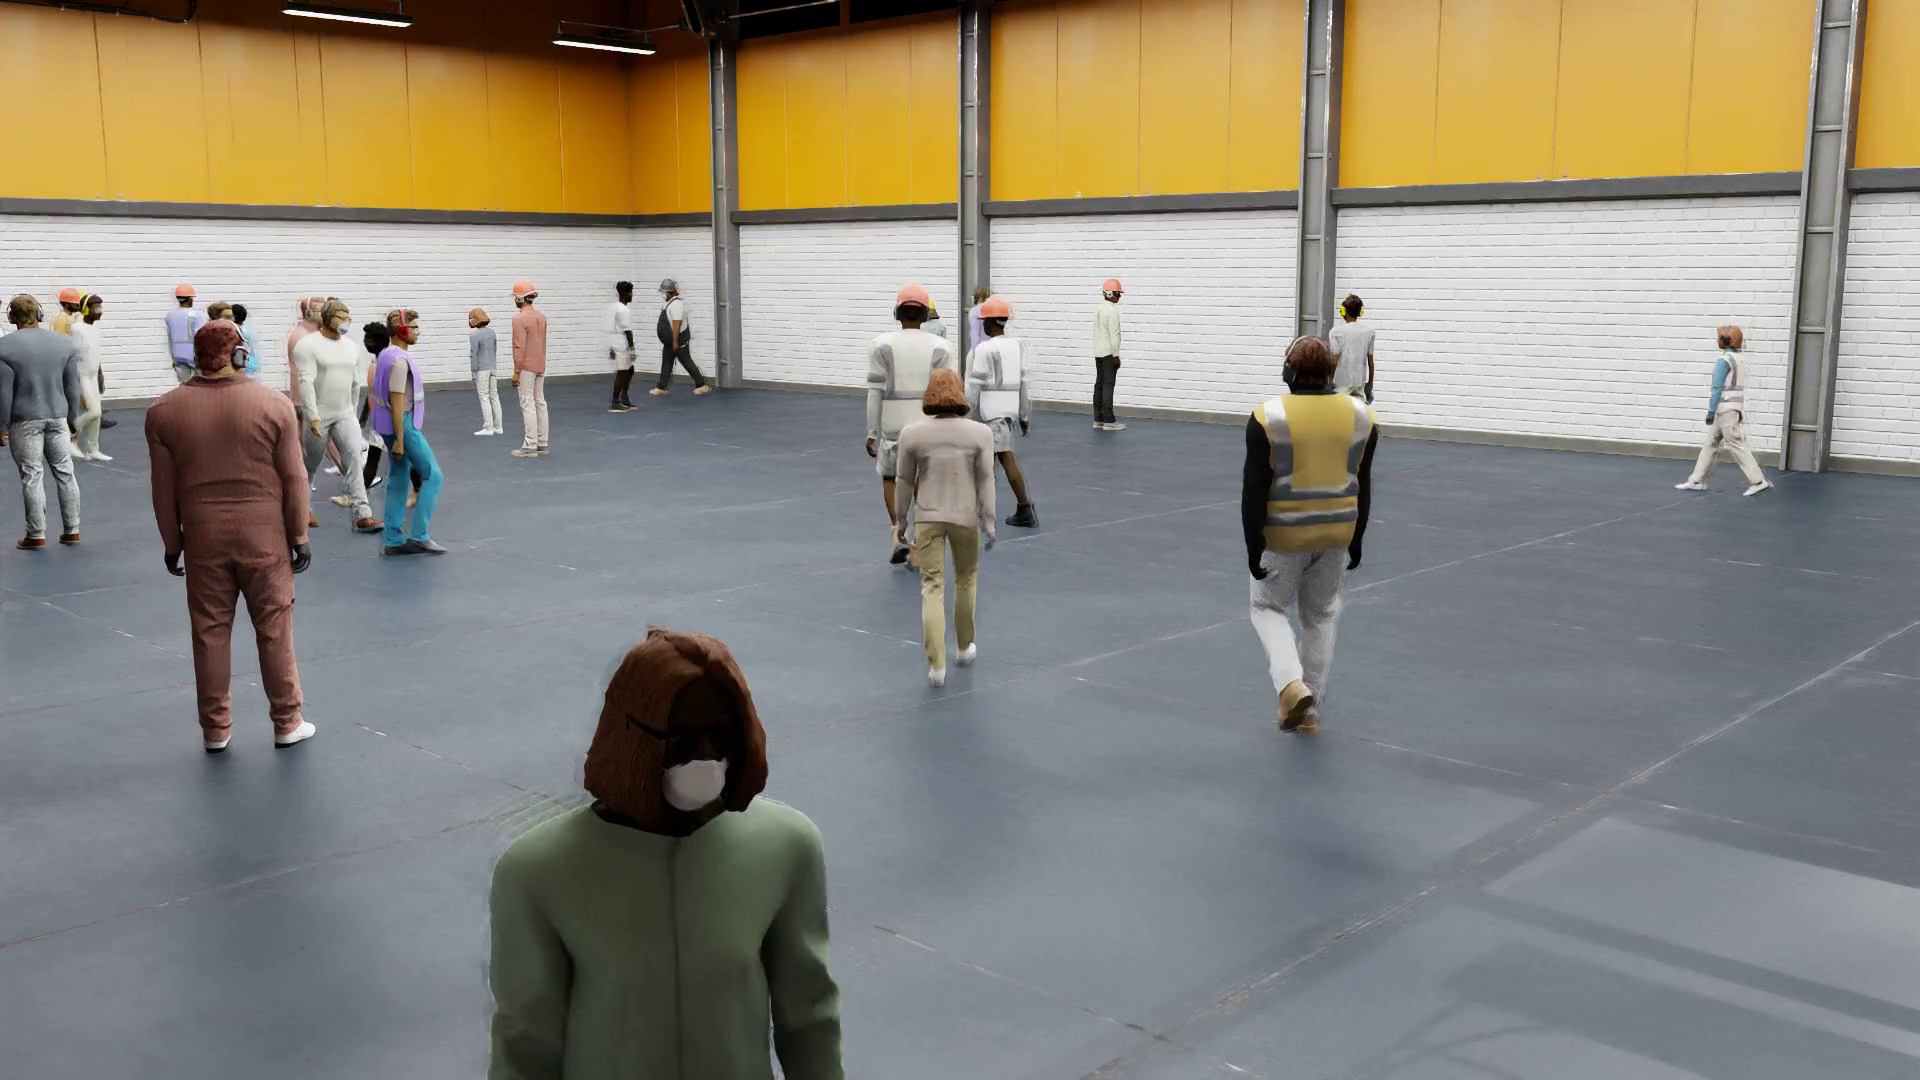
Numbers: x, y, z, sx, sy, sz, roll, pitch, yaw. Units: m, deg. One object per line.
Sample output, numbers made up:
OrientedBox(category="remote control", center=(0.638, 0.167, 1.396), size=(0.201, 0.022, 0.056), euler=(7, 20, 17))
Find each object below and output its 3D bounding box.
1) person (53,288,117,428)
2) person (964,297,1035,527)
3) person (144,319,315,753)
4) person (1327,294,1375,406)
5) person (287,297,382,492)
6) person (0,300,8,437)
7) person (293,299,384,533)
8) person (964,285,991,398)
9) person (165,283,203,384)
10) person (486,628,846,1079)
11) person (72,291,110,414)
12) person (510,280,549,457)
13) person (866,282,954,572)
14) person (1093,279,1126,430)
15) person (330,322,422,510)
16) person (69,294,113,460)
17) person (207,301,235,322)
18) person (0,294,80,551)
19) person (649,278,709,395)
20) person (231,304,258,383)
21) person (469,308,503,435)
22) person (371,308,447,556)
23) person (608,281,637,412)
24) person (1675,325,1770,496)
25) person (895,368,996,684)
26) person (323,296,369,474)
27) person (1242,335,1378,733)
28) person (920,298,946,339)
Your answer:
OrientedBox(category="person", center=(-11.777, -2.373, 21.905), size=(1.017, 1.873, 0.659), euler=(-4, 10, -23))
OrientedBox(category="person", center=(0.281, -1.067, 13.837), size=(0.984, 1.883, 0.565), euler=(8, 12, 40))
OrientedBox(category="person", center=(-3.181, -0.012, 7.320), size=(0.636, 1.902, 0.406), euler=(-2, 9, -12))
OrientedBox(category="person", center=(3.899, -1.515, 16.654), size=(0.534, 1.860, 0.310), euler=(-2, 10, -13))
OrientedBox(category="person", center=(-5.996, -1.356, 15.680), size=(0.980, 1.850, 0.669), euler=(-1, 9, -5))
OrientedBox(category="person", center=(-12.145, -2.224, 20.932), size=(0.573, 1.883, 0.354), euler=(8, 12, 42))
OrientedBox(category="person", center=(-5.103, -1.000, 13.467), size=(1.073, 1.883, 0.638), euler=(7, 12, 38))
OrientedBox(category="person", center=(0.336, -2.773, 24.320), size=(1.041, 1.885, 0.646), euler=(7, 12, 38))
OrientedBox(category="person", center=(-10.161, -2.412, 21.942), size=(0.566, 1.926, 0.400), euler=(2, 9, 12))
OrientedBox(category="person", center=(-0.412, 0.923, 2.421), size=(0.537, 1.614, 0.388), euler=(-5, 11, -28))
OrientedBox(category="person", center=(-12.699, -2.679, 23.942), size=(0.699, 1.810, 0.599), euler=(-9, 13, -44))
OrientedBox(category="person", center=(-4.888, -1.939, 18.840), size=(0.379, 1.994, 0.620), euler=(2, 10, 15))
OrientedBox(category="person", center=(-0.345, -0.788, 11.680), size=(0.631, 2.025, 0.450), euler=(-1, 9, -8))
OrientedBox(category="person", center=(1.968, -2.454, 22.013), size=(0.392, 1.990, 0.612), euler=(-3, 10, -18))
OrientedBox(category="person", center=(-5.104, -1.071, 14.533), size=(0.883, 1.651, 0.542), euler=(-4, 10, -23))
OrientedBox(category="person", center=(-9.605, -1.768, 18.270), size=(0.484, 1.841, 0.581), euler=(1, 9, 3))
OrientedBox(category="person", center=(-7.169, -1.390, 16.015), size=(0.826, 1.822, 0.515), euler=(0, 9, -2))
OrientedBox(category="person", center=(-6.970, -0.885, 12.570), size=(0.370, 1.934, 0.627), euler=(7, 12, 38))
OrientedBox(category="person", center=(-4.734, -3.454, 27.989), size=(0.977, 2.000, 0.728), euler=(-4, 10, -23))
OrientedBox(category="person", center=(-9.265, -2.166, 21.235), size=(0.739, 1.671, 0.539), euler=(-4, 10, -22))
OrientedBox(category="person", center=(-6.081, -2.144, 21.250), size=(0.308, 1.624, 0.492), euler=(4, 10, 21))
OrientedBox(category="person", center=(-4.050, -0.790, 12.303), size=(0.569, 1.826, 0.585), euler=(-6, 11, -31))
OrientedBox(category="person", center=(-4.969, -2.869, 24.695), size=(0.620, 1.939, 0.637), euler=(-5, 11, -29))
OrientedBox(category="person", center=(7.238, -1.218, 15.637), size=(0.857, 1.605, 0.521), euler=(8, 12, 40))
OrientedBox(category="person", center=(-0.076, -0.092, 8.703), size=(0.527, 1.596, 0.794), euler=(0, 9, 1))
OrientedBox(category="person", center=(-6.310, -1.579, 17.098), size=(0.559, 1.844, 0.536), euler=(2, 9, 12))
OrientedBox(category="person", center=(1.562, -0.003, 7.485), size=(0.632, 1.827, 0.517), euler=(-1, 9, -9))
OrientedBox(category="person", center=(-0.412, -2.292, 21.777), size=(0.492, 1.741, 0.318), euler=(-4, 10, -25))
